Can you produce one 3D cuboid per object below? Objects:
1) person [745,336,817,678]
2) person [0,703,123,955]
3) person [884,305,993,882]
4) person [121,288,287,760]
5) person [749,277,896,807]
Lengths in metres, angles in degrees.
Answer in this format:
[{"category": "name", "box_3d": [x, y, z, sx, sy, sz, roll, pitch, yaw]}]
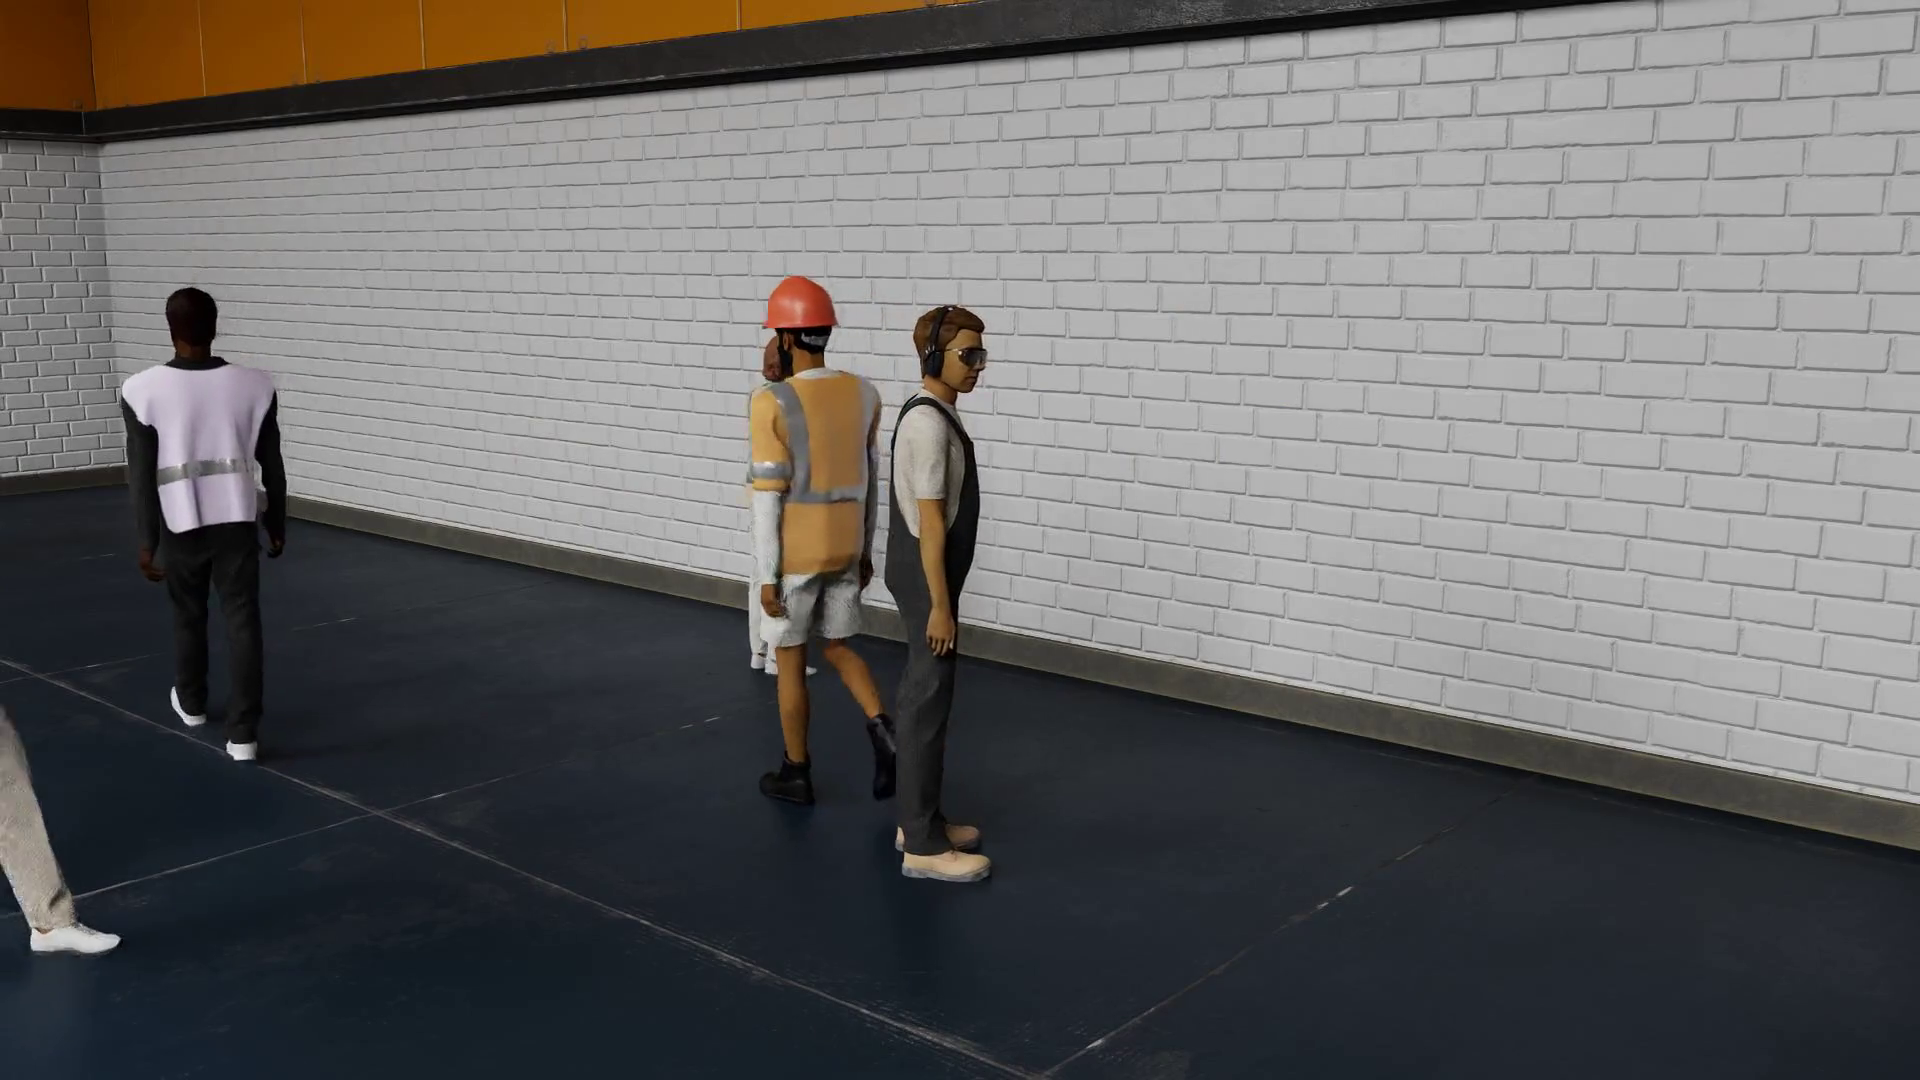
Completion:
[{"category": "person", "box_3d": [-0.854, -0.158, 7.892, 0.345, 1.624, 0.537, -7, 12, -36]}, {"category": "person", "box_3d": [-2.892, 0.429, 4.606, 0.864, 1.594, 0.495, 0, 10, -1]}, {"category": "person", "box_3d": [-0.072, 0.169, 5.388, 0.345, 1.842, 0.500, 0, 10, -2]}, {"category": "person", "box_3d": [-3.048, -0.082, 6.761, 0.608, 1.856, 1.023, -7, 12, -34]}, {"category": "person", "box_3d": [-0.487, 0.040, 5.882, 0.558, 1.926, 0.628, -9, 13, -40]}]
